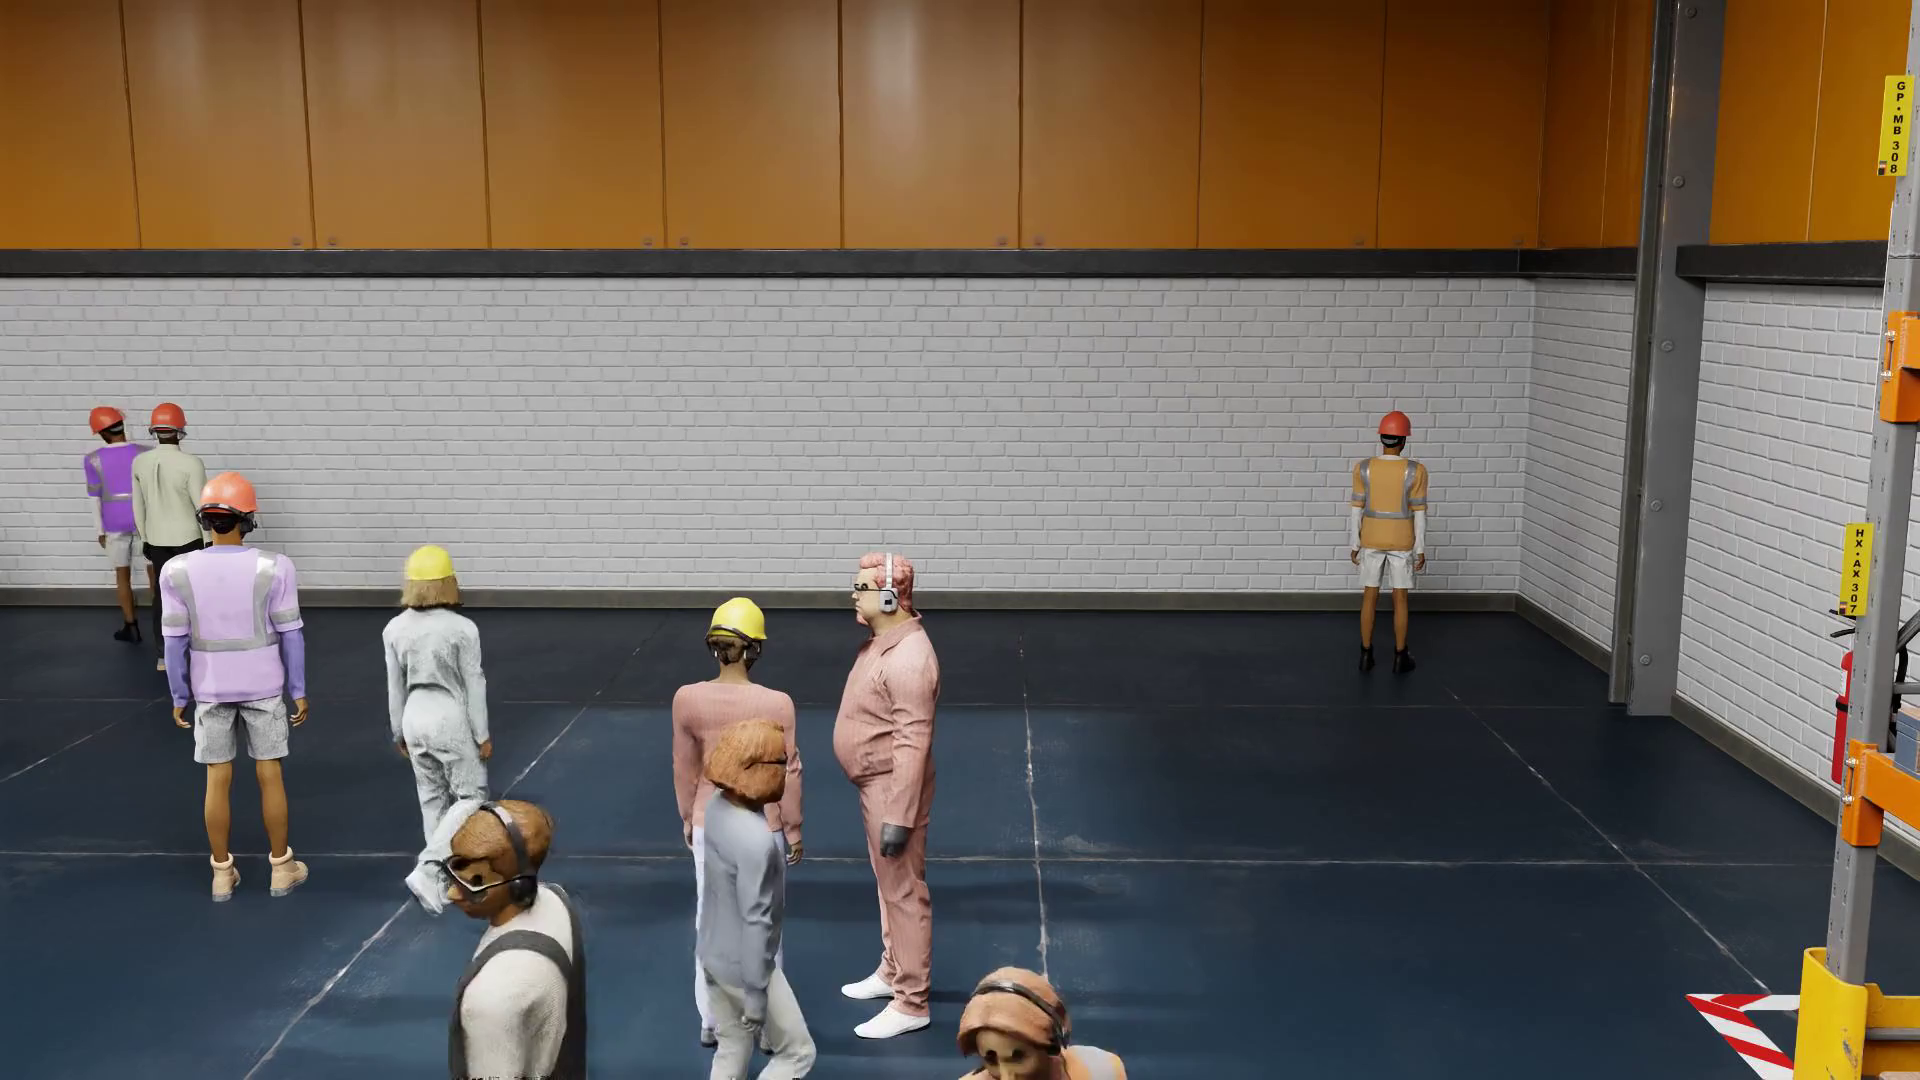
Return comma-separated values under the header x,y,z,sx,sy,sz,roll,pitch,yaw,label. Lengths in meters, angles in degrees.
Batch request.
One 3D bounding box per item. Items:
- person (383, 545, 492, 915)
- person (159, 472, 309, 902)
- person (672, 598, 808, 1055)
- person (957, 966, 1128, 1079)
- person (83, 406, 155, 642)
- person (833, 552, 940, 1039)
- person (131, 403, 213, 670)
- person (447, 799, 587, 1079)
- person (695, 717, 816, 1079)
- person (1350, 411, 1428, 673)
x,y,z,sx,sy,sz,roll,pitch,yaw,label
-2.429,0.885,7.676,0.500,1.726,0.568,3,10,16,person
-3.422,0.695,7.903,0.615,2.041,0.376,-2,10,-12,person
-0.837,1.093,6.372,0.522,1.761,0.322,3,10,17,person
0.136,1.639,3.541,0.551,1.603,0.636,-5,11,-28,person
-6.536,-0.121,13.275,0.736,1.901,0.351,-3,10,-16,person
-0.292,0.989,6.544,0.406,1.911,0.639,-2,10,-9,person
-5.785,-0.016,12.296,0.622,1.996,0.370,2,10,12,person
-1.065,1.464,3.992,0.591,1.810,0.552,1,10,4,person
-0.654,1.344,5.279,0.347,1.618,0.523,-5,11,-29,person
3.167,0.016,12.288,0.553,1.935,0.362,4,10,24,person
